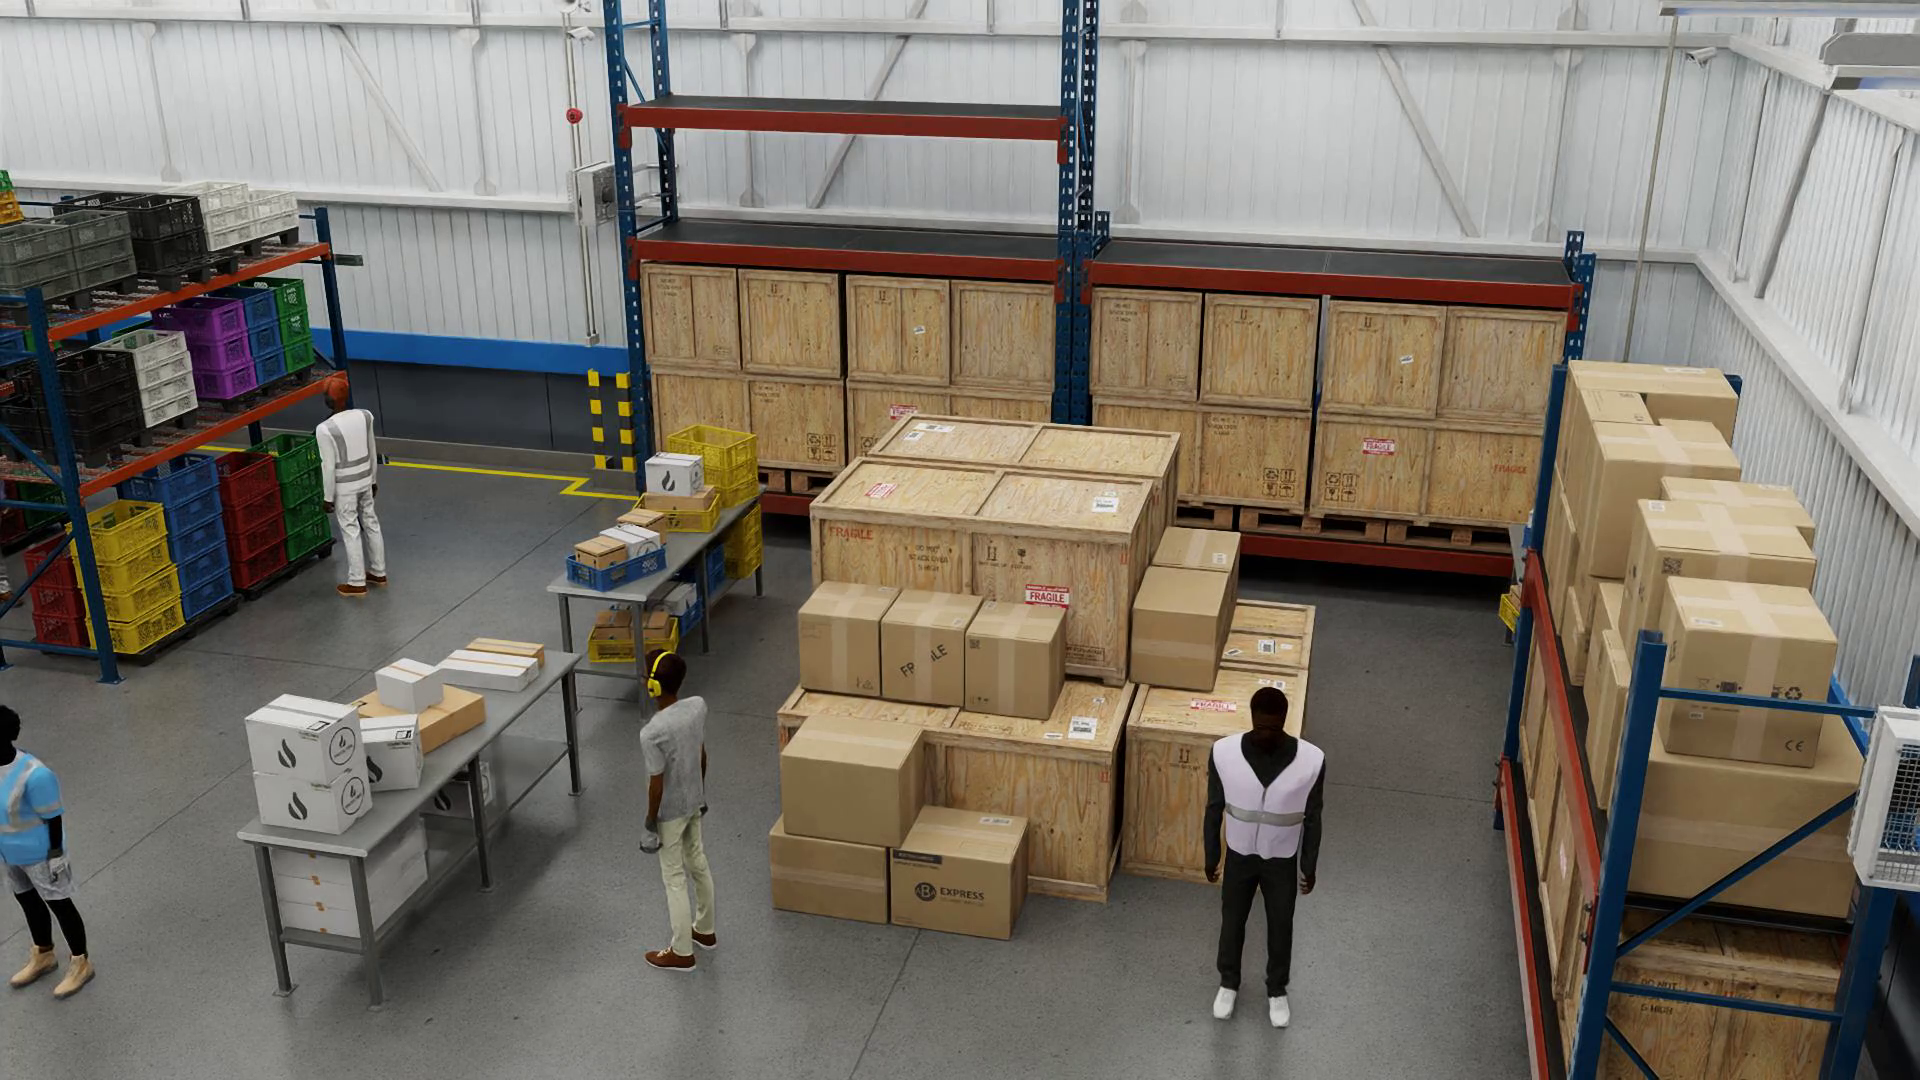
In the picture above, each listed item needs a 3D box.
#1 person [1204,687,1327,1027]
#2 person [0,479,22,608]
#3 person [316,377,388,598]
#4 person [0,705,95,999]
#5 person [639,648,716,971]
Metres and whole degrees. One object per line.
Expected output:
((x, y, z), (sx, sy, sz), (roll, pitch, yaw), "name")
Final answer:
((1.547, 1.600, 8.548), (0.592, 1.911, 0.389), (4, 21, 11), "person")
((-8.091, -0.315, 13.527), (0.375, 1.935, 0.635), (14, 25, 33), "person")
((-5.108, -0.447, 13.936), (0.353, 1.883, 0.577), (10, 23, 24), "person")
((-4.916, 1.628, 8.763), (0.538, 1.695, 0.320), (8, 23, 21), "person")
((-1.548, 1.452, 8.986), (0.328, 1.872, 0.514), (10, 23, 25), "person")
